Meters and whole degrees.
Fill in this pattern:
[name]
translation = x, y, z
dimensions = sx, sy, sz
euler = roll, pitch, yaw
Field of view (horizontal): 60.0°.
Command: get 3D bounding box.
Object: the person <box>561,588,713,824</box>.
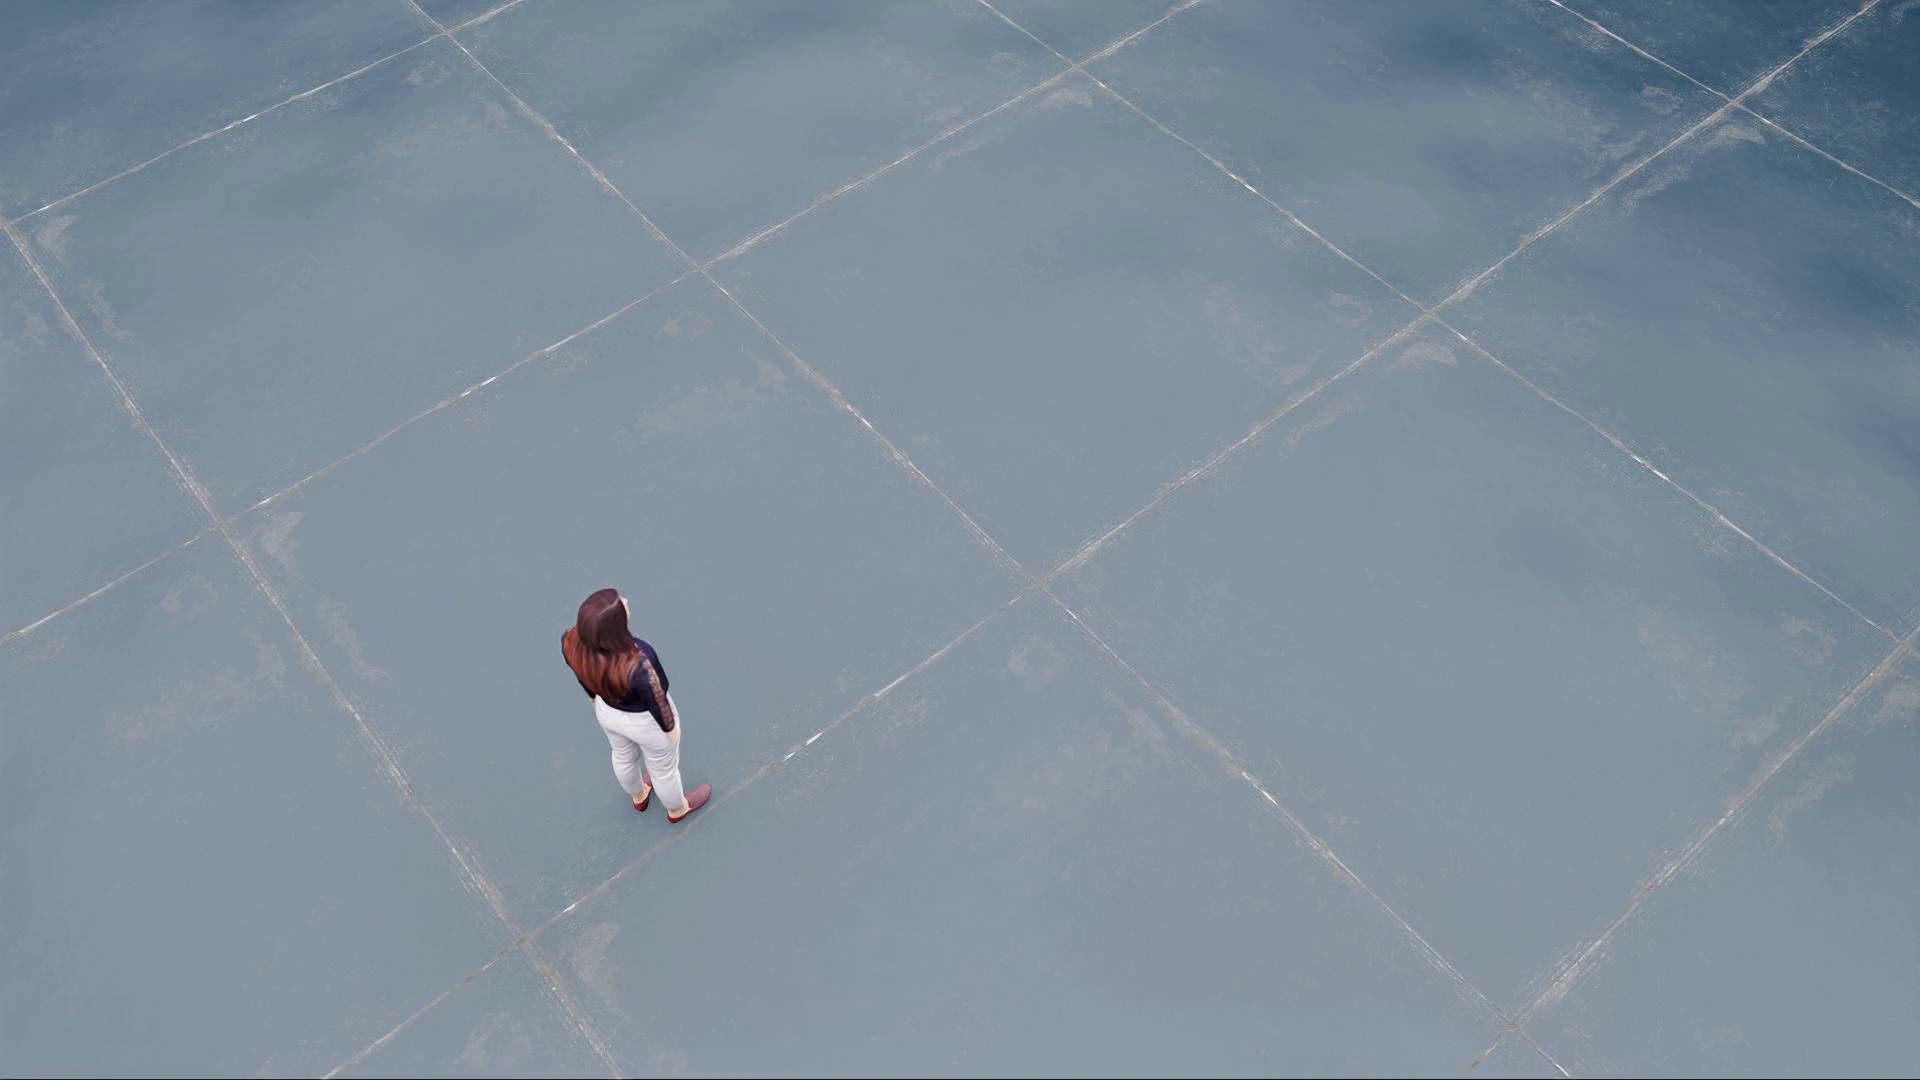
[person]
translation = -1.358, 0.706, 6.978
dimensions = 0.677, 1.608, 0.668
euler = 22, 55, 16
